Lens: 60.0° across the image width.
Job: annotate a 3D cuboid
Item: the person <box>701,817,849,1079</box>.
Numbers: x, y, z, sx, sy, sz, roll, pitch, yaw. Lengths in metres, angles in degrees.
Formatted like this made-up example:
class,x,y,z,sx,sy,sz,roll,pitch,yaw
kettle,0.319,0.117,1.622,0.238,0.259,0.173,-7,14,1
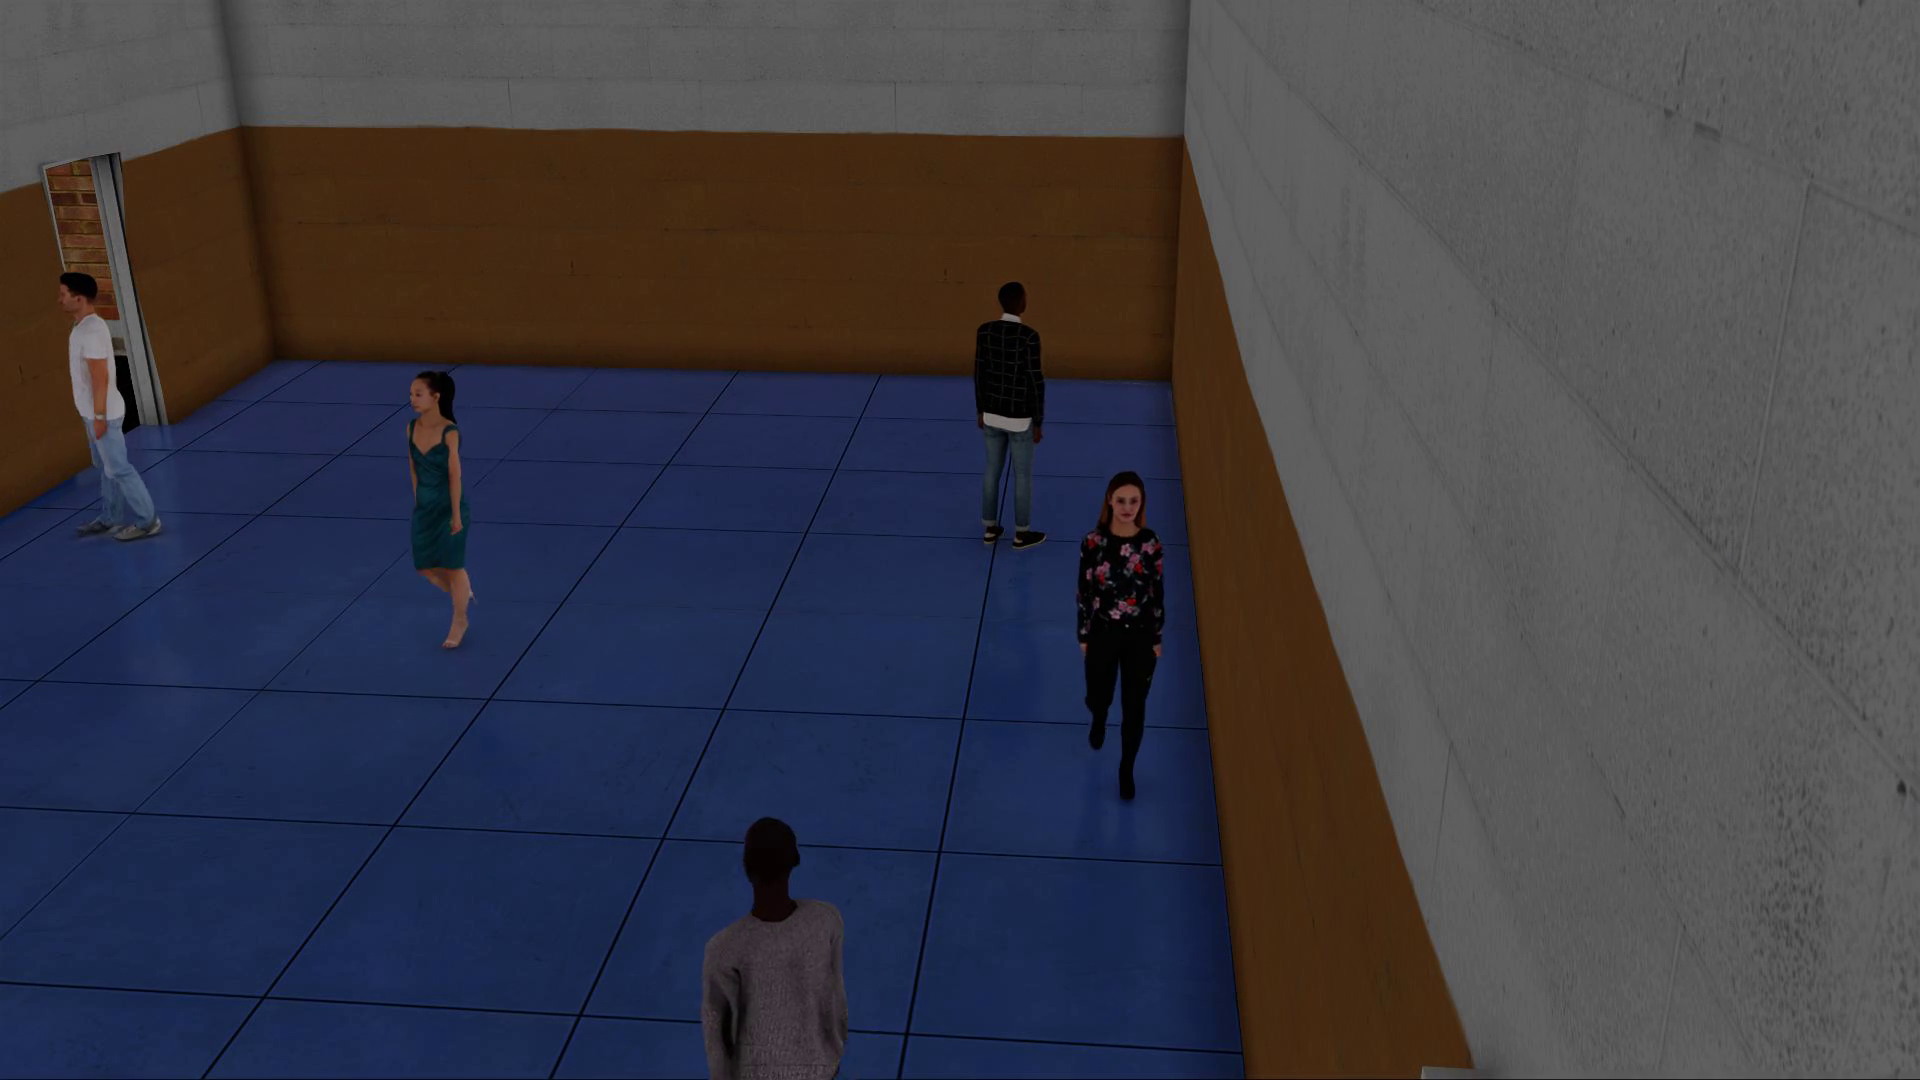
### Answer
class,x,y,z,sx,sy,sz,roll,pitch,yaw
person,-0.506,1.672,5.018,0.769,1.761,0.835,-11,24,-25

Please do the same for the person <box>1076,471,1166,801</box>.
class,x,y,z,sx,sy,sz,roll,pitch,yaw
person,0.792,0.437,8.215,0.731,1.669,0.664,0,22,1

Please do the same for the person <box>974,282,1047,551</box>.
class,x,y,z,sx,sy,sz,roll,pitch,yaw
person,0.324,-0.838,11.185,0.656,1.820,0.798,13,25,29

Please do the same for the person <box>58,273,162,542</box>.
class,x,y,z,sx,sy,sz,roll,pitch,yaw
person,-5.769,-0.897,11.281,0.937,1.859,0.864,-9,24,-22

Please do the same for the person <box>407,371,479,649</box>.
class,x,y,z,sx,sy,sz,roll,pitch,yaw
person,-2.972,-0.183,9.744,0.637,1.680,0.701,10,24,23
